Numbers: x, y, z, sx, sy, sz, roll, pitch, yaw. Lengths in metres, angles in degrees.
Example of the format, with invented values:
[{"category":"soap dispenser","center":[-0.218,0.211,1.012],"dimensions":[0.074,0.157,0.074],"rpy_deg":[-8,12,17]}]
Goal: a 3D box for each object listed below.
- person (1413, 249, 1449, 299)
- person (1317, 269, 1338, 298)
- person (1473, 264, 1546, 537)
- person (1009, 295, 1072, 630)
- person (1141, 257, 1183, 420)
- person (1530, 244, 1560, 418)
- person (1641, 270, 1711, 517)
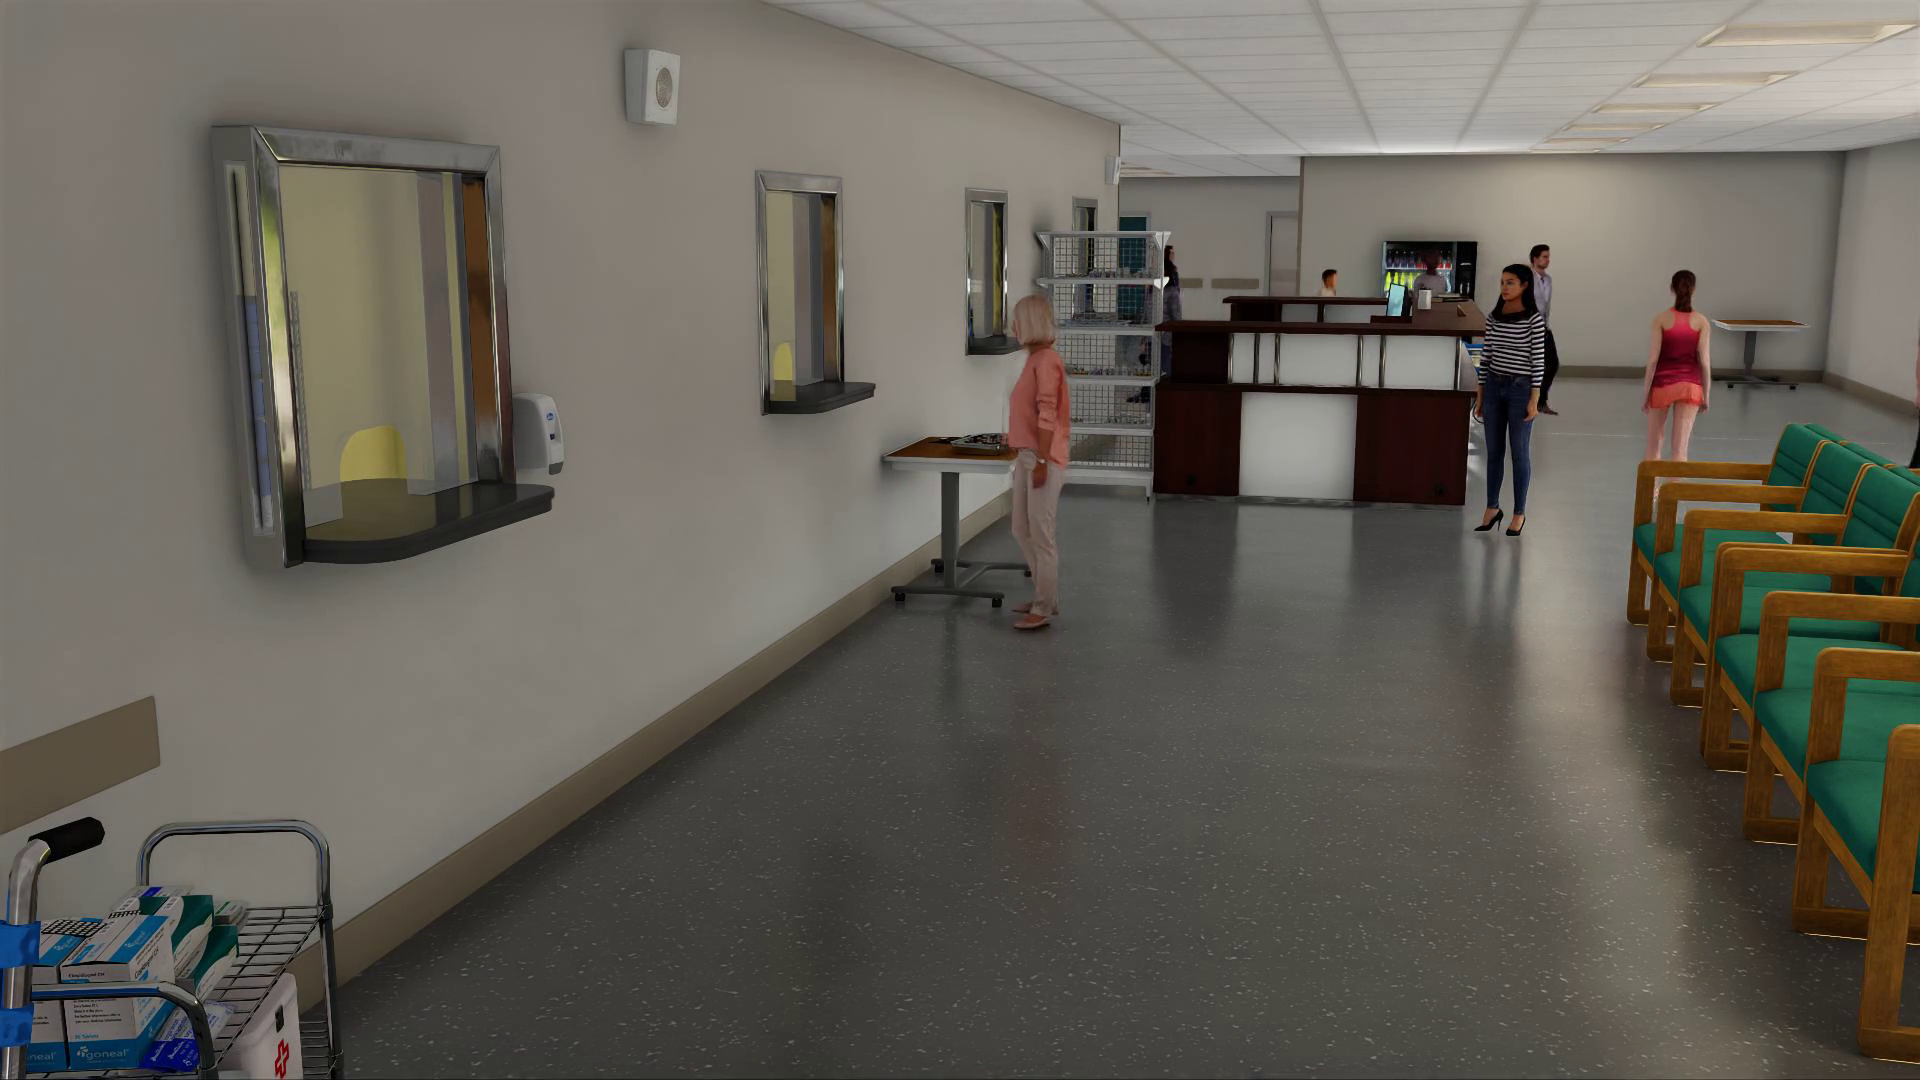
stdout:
[{"category":"person","center":[5.445,-2.497,19.460],"dimensions":[1.034,1.755,1.011],"rpy_deg":[-4,11,-18]},{"category":"person","center":[4.900,-2.941,22.657],"dimensions":[0.917,1.436,1.027],"rpy_deg":[-8,13,-37]},{"category":"person","center":[3.646,-0.926,11.028],"dimensions":[0.718,1.796,0.614],"rpy_deg":[-9,14,-39]},{"category":"person","center":[0.410,-0.397,8.531],"dimensions":[0.723,1.704,0.710],"rpy_deg":[-6,12,-29]},{"category":"person","center":[2.091,-2.063,17.234],"dimensions":[0.755,1.732,0.647],"rpy_deg":[-10,14,-41]},{"category":"person","center":[6.098,-2.237,17.880],"dimensions":[0.808,1.834,0.871],"rpy_deg":[-6,12,-29]},{"category":"person","center":[5.015,-1.002,11.679],"dimensions":[1.008,1.718,0.739],"rpy_deg":[4,12,21]}]
